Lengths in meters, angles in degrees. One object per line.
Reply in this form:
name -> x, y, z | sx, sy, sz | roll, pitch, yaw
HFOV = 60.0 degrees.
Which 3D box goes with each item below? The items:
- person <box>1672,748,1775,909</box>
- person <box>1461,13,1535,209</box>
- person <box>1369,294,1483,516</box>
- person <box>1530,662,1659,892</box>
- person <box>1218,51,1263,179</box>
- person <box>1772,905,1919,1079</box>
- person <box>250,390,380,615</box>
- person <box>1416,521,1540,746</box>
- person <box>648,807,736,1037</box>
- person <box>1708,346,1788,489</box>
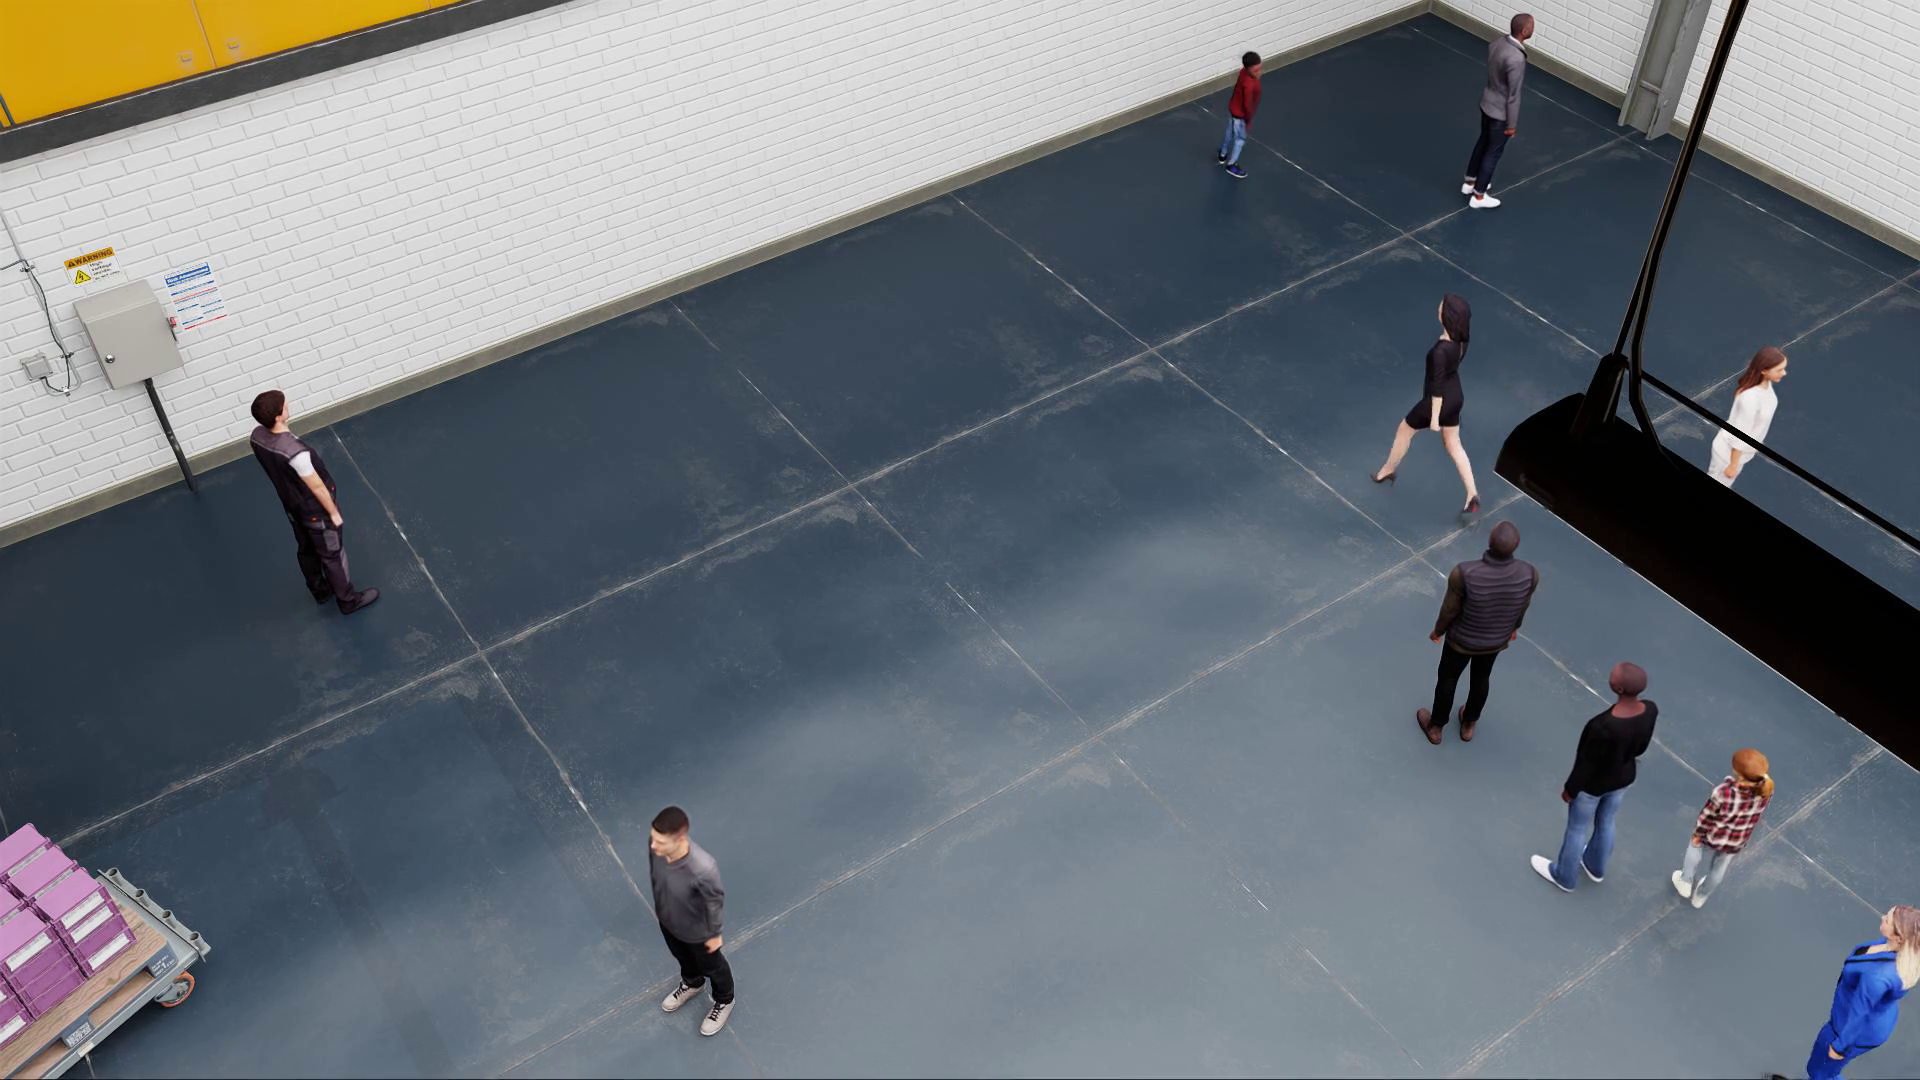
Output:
person -> 4.344, 1.687, 9.466 | 0.603, 1.298, 0.669 | 10, 45, 11
person -> 4.812, -3.858, 14.913 | 0.863, 1.813, 0.717 | -4, 44, -4
person -> 3.489, -0.889, 11.839 | 0.722, 1.755, 1.158 | -31, 52, -29
person -> 3.679, 1.363, 9.487 | 0.648, 1.739, 0.647 | -17, 46, -17
person -> 2.585, -4.014, 15.493 | 0.778, 1.239, 0.623 | -12, 45, -12
person -> 4.588, 2.483, 8.354 | 0.857, 1.678, 0.708 | 34, 53, 31
person -> -4.367, -0.247, 11.097 | 0.657, 1.849, 0.794 | 23, 48, 22
person -> 3.178, 0.578, 10.240 | 0.777, 1.836, 0.775 | -2, 44, -2
person -> -1.435, 1.994, 8.808 | 0.585, 1.761, 0.745 | 26, 49, 25
person -> 5.426, -0.659, 11.646 | 0.673, 1.688, 0.681 | 21, 48, 21
